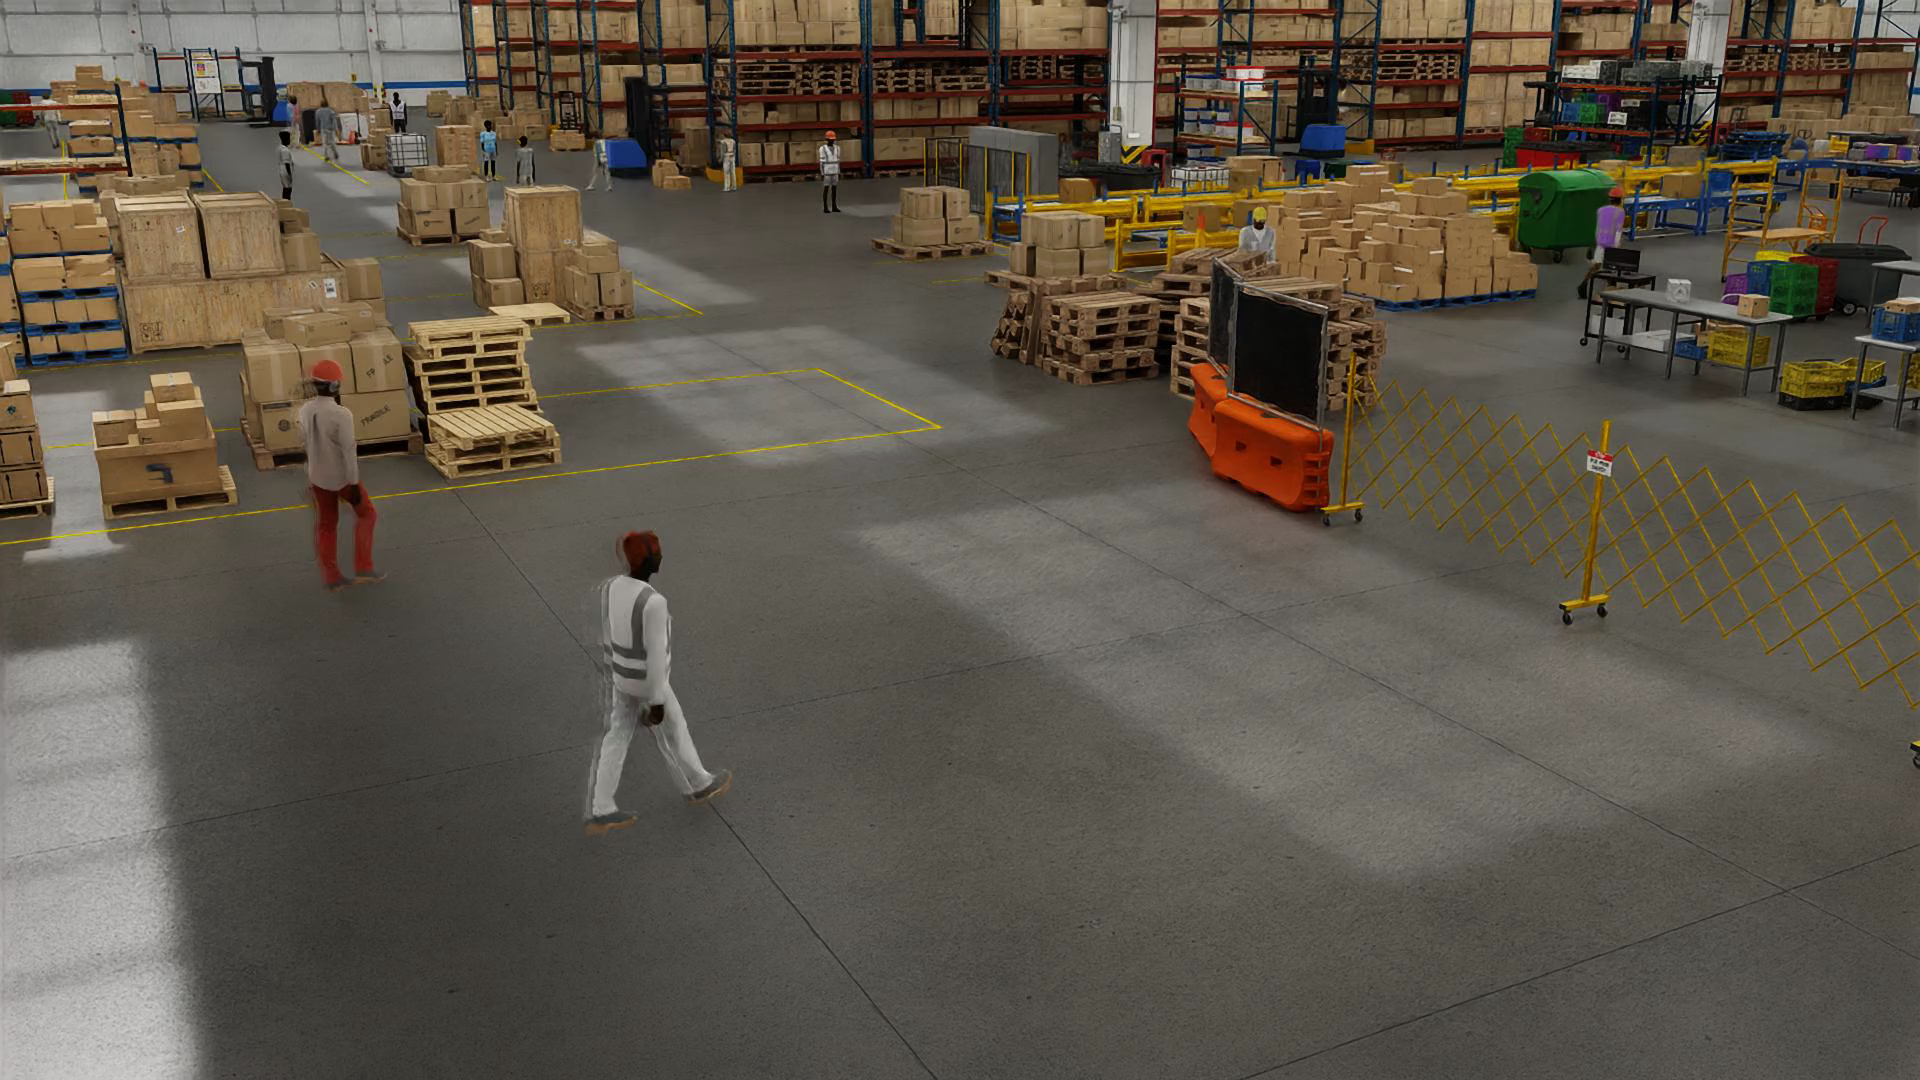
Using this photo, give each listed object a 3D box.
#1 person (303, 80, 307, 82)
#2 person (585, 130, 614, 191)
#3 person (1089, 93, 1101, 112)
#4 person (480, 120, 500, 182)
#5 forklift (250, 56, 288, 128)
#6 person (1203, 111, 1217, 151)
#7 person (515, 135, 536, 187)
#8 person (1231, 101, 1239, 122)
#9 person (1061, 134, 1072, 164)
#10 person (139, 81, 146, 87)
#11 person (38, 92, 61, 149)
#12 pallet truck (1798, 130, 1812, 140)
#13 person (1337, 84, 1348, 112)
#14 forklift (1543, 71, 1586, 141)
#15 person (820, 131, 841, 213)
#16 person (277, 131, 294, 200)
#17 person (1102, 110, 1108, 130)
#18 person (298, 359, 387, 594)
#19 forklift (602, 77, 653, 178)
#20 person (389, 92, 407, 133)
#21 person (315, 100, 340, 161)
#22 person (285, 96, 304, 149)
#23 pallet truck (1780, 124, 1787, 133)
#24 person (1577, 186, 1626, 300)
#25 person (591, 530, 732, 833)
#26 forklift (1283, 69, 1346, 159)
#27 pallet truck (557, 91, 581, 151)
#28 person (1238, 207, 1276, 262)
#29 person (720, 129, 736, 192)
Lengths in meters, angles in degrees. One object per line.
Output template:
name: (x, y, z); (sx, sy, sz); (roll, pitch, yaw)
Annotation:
person: (-26.213, -17.479, 66.856); (0.579, 1.926, 0.387); (0, 18, -1)
person: (-9.710, -10.168, 44.594); (0.831, 1.604, 0.530); (5, 18, 15)
person: (5.343, -16.892, 65.505); (0.499, 1.633, 0.281); (2, 18, 7)
person: (-13.286, -10.986, 46.989); (0.320, 1.698, 0.531); (15, 23, 38)
forklift: (-27.981, -18.207, 67.596); (1.873, 2.768, 1.129); (-9, 20, -26)
person: (7.701, -12.154, 50.551); (0.558, 1.735, 0.760); (10, 20, 28)
person: (-10.288, -8.632, 39.374); (0.328, 1.872, 0.514); (16, 24, 41)
person: (10.037, -15.237, 59.942); (0.663, 1.877, 0.684); (6, 19, 17)
person: (2.836, -9.851, 43.579); (0.543, 1.613, 0.510); (-7, 19, -21)
person: (-32.285, -17.198, 65.936); (0.694, 1.953, 0.659); (-12, 22, -34)
person: (-31.785, -14.650, 58.083); (0.657, 1.897, 0.944); (-10, 20, -29)
pallet truck: (25.526, -11.556, 49.408); (1.630, 1.274, 0.653); (-9, 20, -26)
person: (15.869, -18.100, 68.960); (0.433, 1.832, 0.624); (-6, 19, -19)
forklift: (18.685, -13.231, 52.085); (1.873, 2.768, 1.129); (-9, 20, -26)
person: (-3.083, -8.815, 39.835); (0.553, 1.935, 0.365); (-12, 21, -33)
person: (-15.990, -8.718, 39.513); (0.388, 1.957, 0.606); (-11, 21, -30)
person: (5.094, -14.311, 57.421); (0.877, 1.653, 0.531); (-9, 20, -26)
person: (-5.199, -0.550, 14.001); (0.661, 1.970, 0.663); (9, 20, 26)
forklift: (-9.397, -11.970, 48.151); (1.873, 2.768, 1.129); (-9, 20, -26)
person: (-19.671, -14.723, 58.306); (0.591, 1.911, 0.389); (-2, 18, -5)
person: (-20.370, -13.208, 53.599); (0.672, 1.889, 0.991); (-1, 18, -4)
person: (-23.329, -14.538, 57.922); (0.772, 1.799, 0.736); (2, 18, 8)
pallet truck: (25.206, -12.542, 52.601); (1.601, 1.201, 0.680); (0, 18, -2)
person: (10.853, -4.993, 27.987); (0.878, 1.912, 0.547); (-11, 21, -32)
person: (-1.871, 0.818, 9.976); (0.977, 1.830, 0.601); (-16, 24, -41)
forklift: (11.615, -13.871, 54.079); (1.129, 2.768, 1.873); (-9, 20, -27)
pallet truck: (-13.495, -14.412, 57.188); (0.823, 1.965, 1.885); (-3, 18, -9)
person: (4.589, -4.240, 25.745); (0.601, 1.827, 0.404); (-1, 18, -5)
person: (-6.188, -10.130, 44.416); (0.307, 1.641, 0.514); (14, 23, 37)
